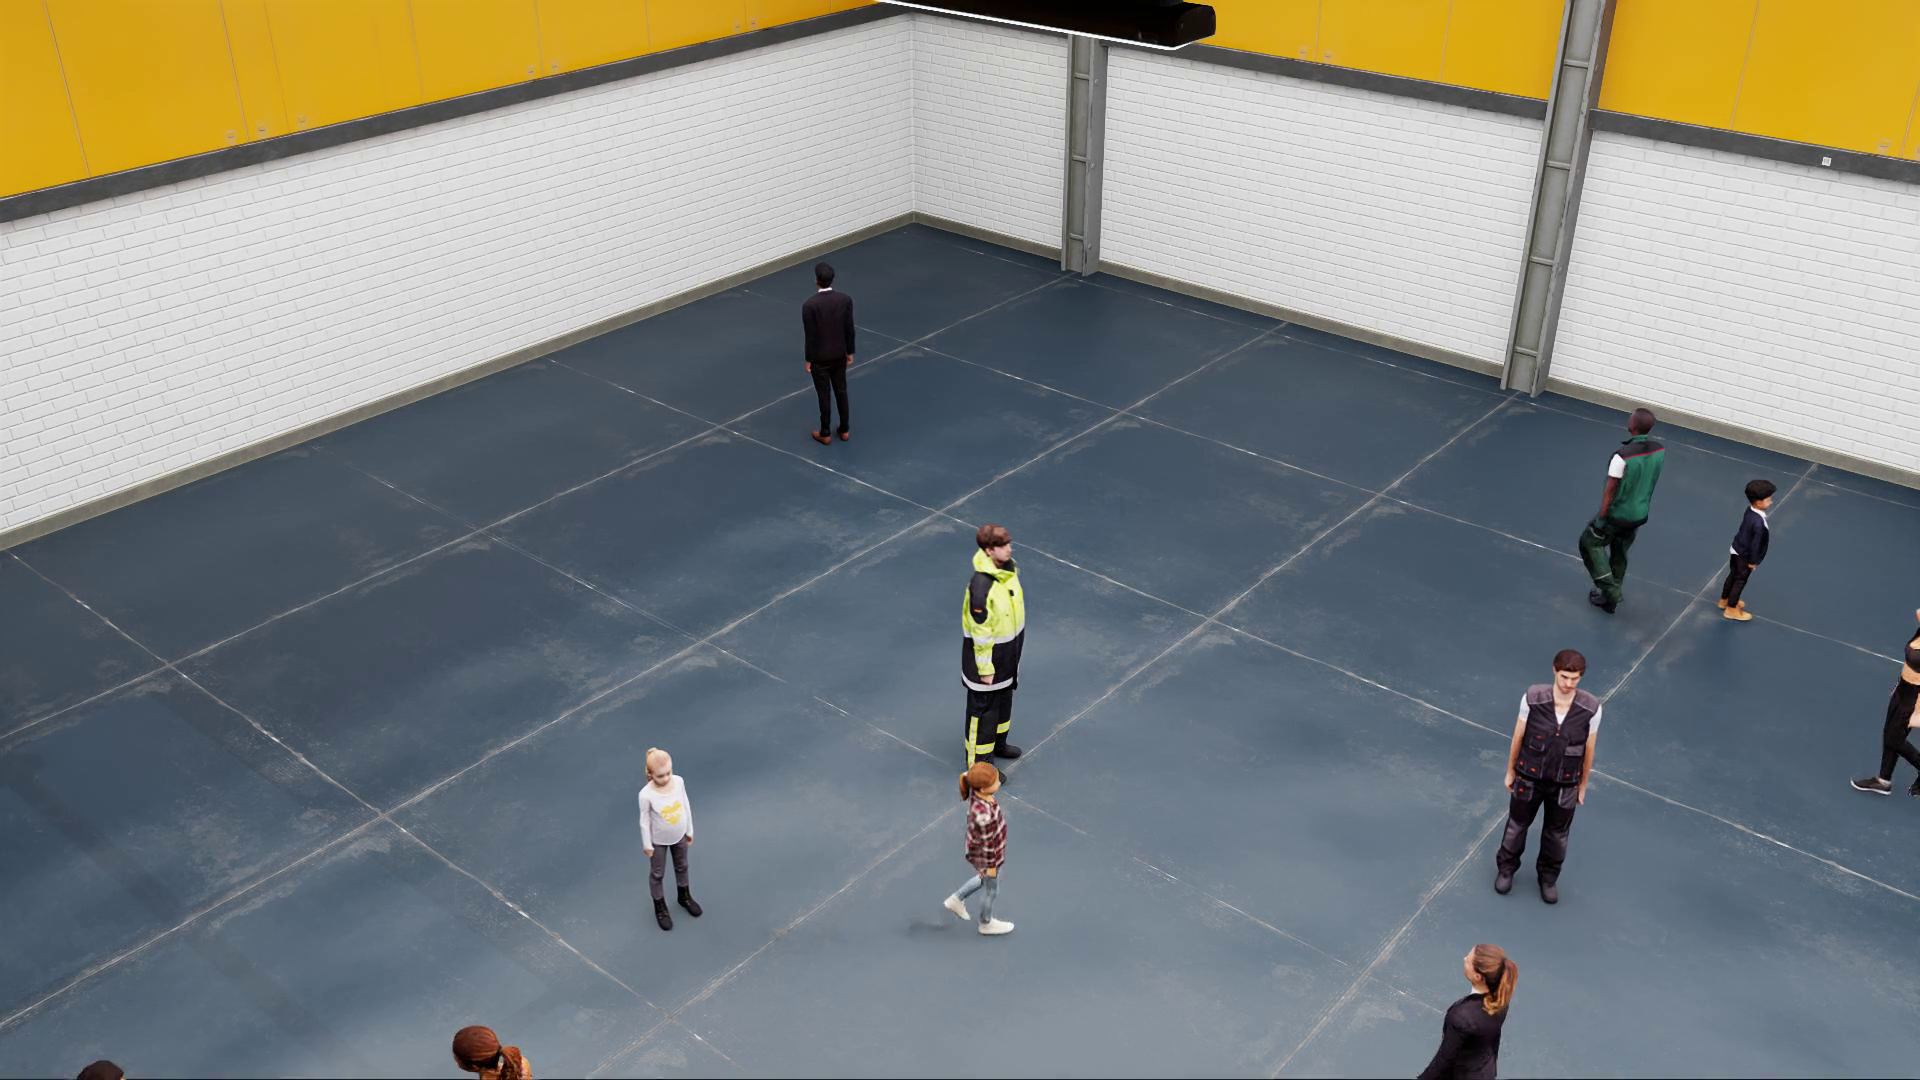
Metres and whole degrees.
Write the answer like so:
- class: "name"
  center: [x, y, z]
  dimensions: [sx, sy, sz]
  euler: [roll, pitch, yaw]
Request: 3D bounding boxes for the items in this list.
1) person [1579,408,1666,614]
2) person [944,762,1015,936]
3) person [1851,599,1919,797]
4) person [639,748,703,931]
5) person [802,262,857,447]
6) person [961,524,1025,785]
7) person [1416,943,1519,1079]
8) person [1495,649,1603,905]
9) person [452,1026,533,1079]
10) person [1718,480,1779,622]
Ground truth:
- class: "person"
  center: [5.461, -0.183, 13.559]
  dimensions: [0.839, 1.829, 0.864]
  euler: [-13, 31, -22]
- class: "person"
  center: [0.098, 1.917, 10.266]
  dimensions: [0.784, 1.296, 0.717]
  euler: [-1, 29, -1]
- class: "person"
  center: [6.627, 1.097, 11.419]
  dimensions: [0.864, 1.631, 0.756]
  euler: [5, 29, 10]
- class: "person"
  center: [-1.838, 1.842, 10.423]
  dimensions: [0.523, 1.278, 0.536]
  euler: [-21, 35, -34]
- class: "person"
  center: [-1.307, -1.859, 16.575]
  dimensions: [0.768, 1.884, 0.703]
  euler: [-14, 32, -24]
- class: "person"
  center: [0.226, 0.762, 11.666]
  dimensions: [0.770, 1.983, 0.843]
  euler: [11, 31, 19]
- class: "person"
  center: [2.593, 2.785, 8.280]
  dimensions: [1.231, 1.674, 0.574]
  euler: [21, 35, 33]
- class: "person"
  center: [3.717, 1.471, 10.510]
  dimensions: [0.648, 1.846, 0.784]
  euler: [9, 30, 15]
- class: "person"
  center: [-2.017, 2.999, 7.791]
  dimensions: [0.869, 1.766, 0.683]
  euler: [21, 35, 33]
- class: "person"
  center: [6.497, 0.066, 13.736]
  dimensions: [0.603, 1.223, 0.575]
  euler: [4, 29, 7]
